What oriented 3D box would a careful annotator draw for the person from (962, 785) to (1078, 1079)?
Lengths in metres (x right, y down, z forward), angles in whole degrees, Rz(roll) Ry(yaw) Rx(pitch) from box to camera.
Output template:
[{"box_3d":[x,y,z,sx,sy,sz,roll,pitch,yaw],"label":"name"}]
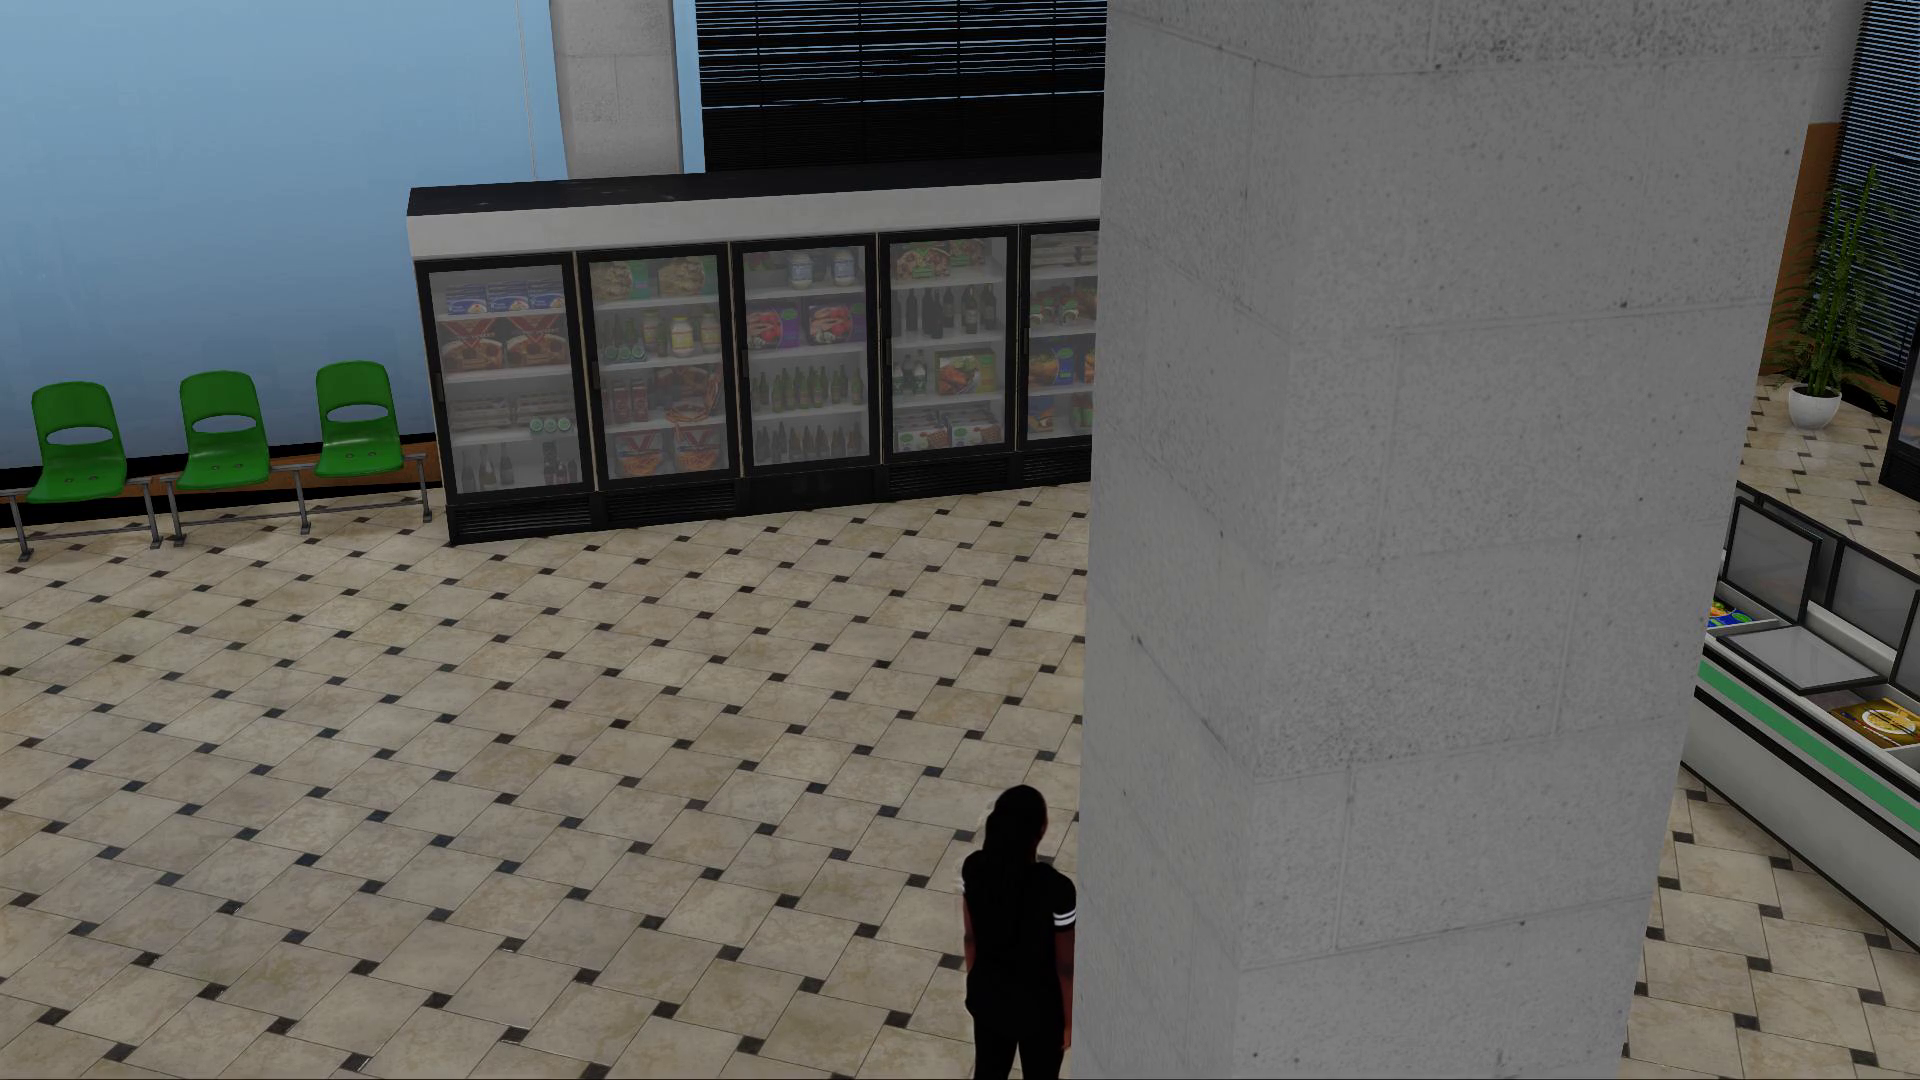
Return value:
[{"box_3d":[0.203,1.612,5.763,0.685,1.729,0.752,15,28,30],"label":"person"}]
